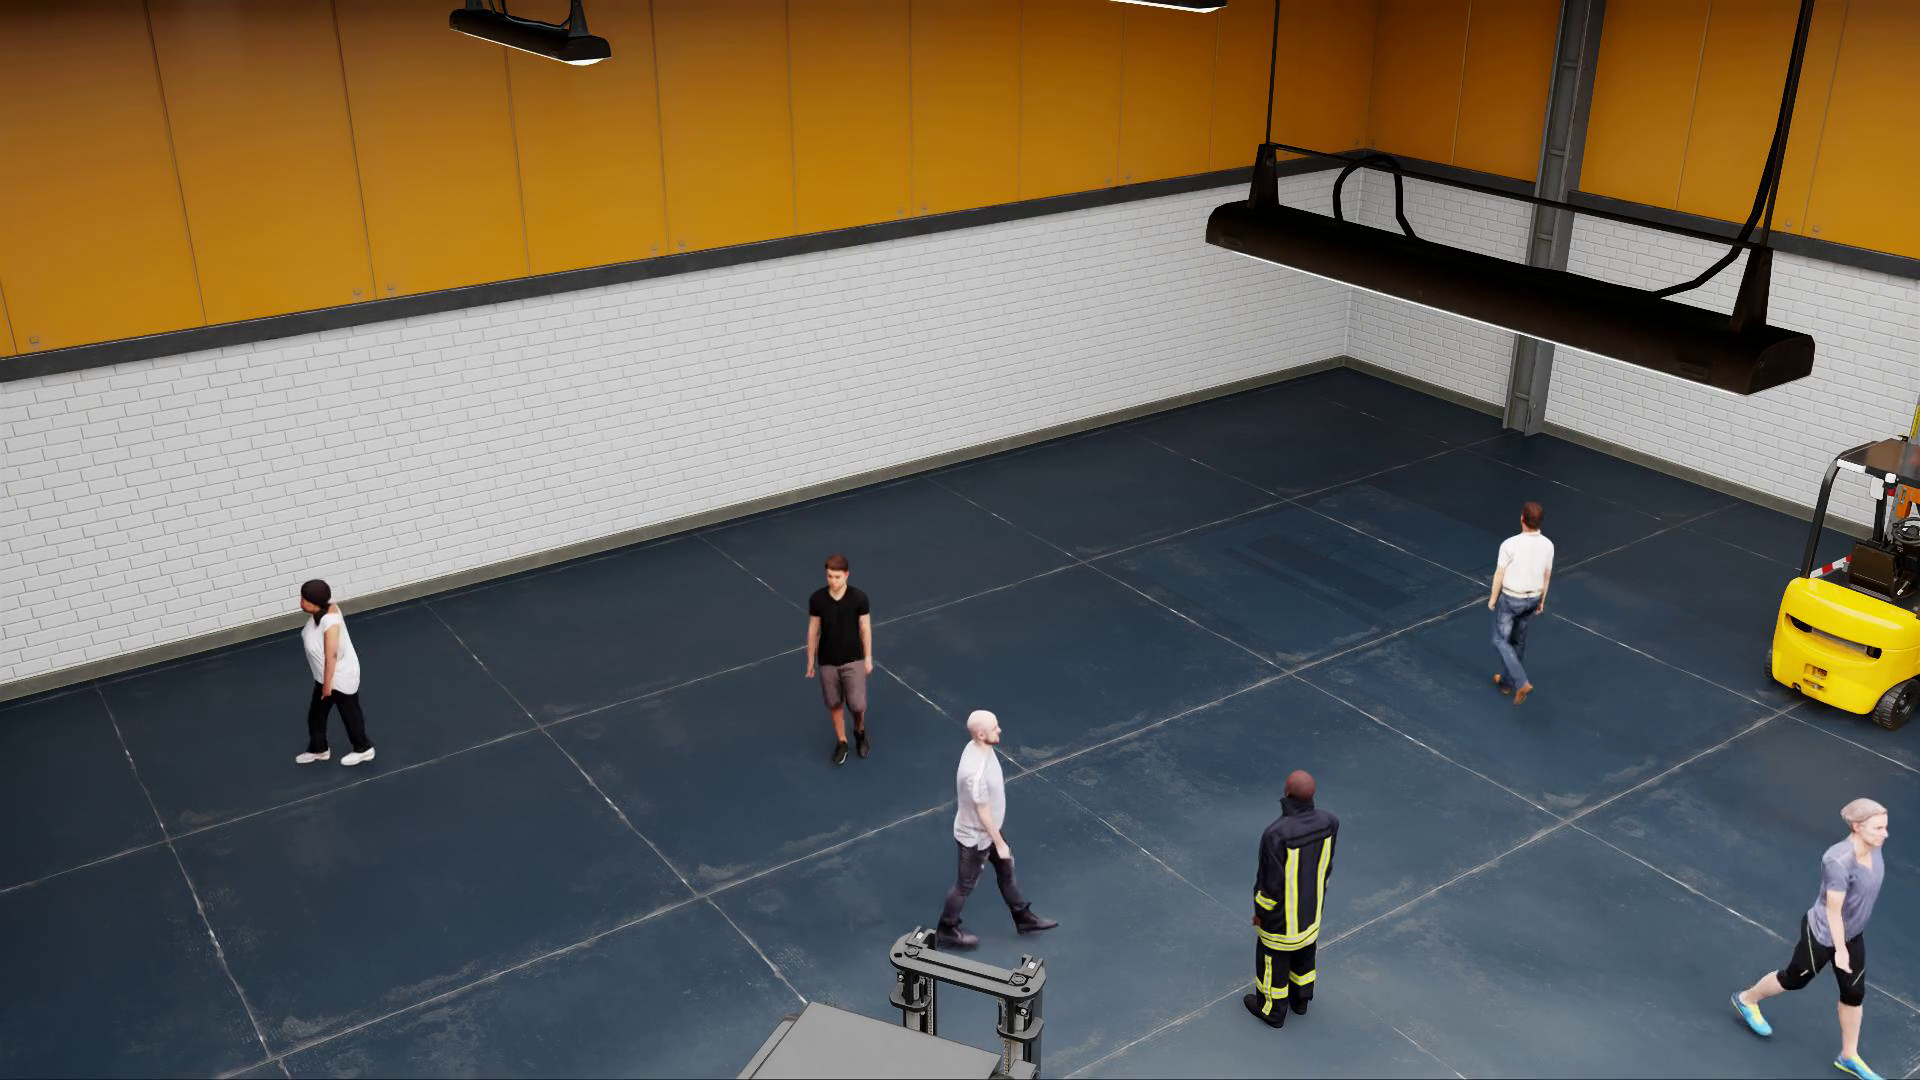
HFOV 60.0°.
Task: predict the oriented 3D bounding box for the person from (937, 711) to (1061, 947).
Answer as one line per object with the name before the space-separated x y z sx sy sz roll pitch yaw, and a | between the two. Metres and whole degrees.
person | 0.058 1.982 11.238 1.156 1.798 1.077 5 24 10

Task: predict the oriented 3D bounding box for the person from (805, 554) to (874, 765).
person | -0.945 0.931 13.577 0.821 1.851 0.874 3 24 7

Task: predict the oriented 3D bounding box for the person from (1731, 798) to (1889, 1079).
person | 5.281 2.385 10.242 0.714 1.857 1.209 -13 27 -28

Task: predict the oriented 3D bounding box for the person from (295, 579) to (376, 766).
person | -5.016 1.067 13.490 0.782 1.670 0.797 -12 26 -26

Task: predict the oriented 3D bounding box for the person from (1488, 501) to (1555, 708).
person | 4.864 0.582 14.388 0.933 1.840 1.119 -4 24 -8

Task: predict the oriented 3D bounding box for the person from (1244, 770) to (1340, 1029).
person | 2.109 2.254 10.585 0.767 1.822 0.689 -12 27 -26
